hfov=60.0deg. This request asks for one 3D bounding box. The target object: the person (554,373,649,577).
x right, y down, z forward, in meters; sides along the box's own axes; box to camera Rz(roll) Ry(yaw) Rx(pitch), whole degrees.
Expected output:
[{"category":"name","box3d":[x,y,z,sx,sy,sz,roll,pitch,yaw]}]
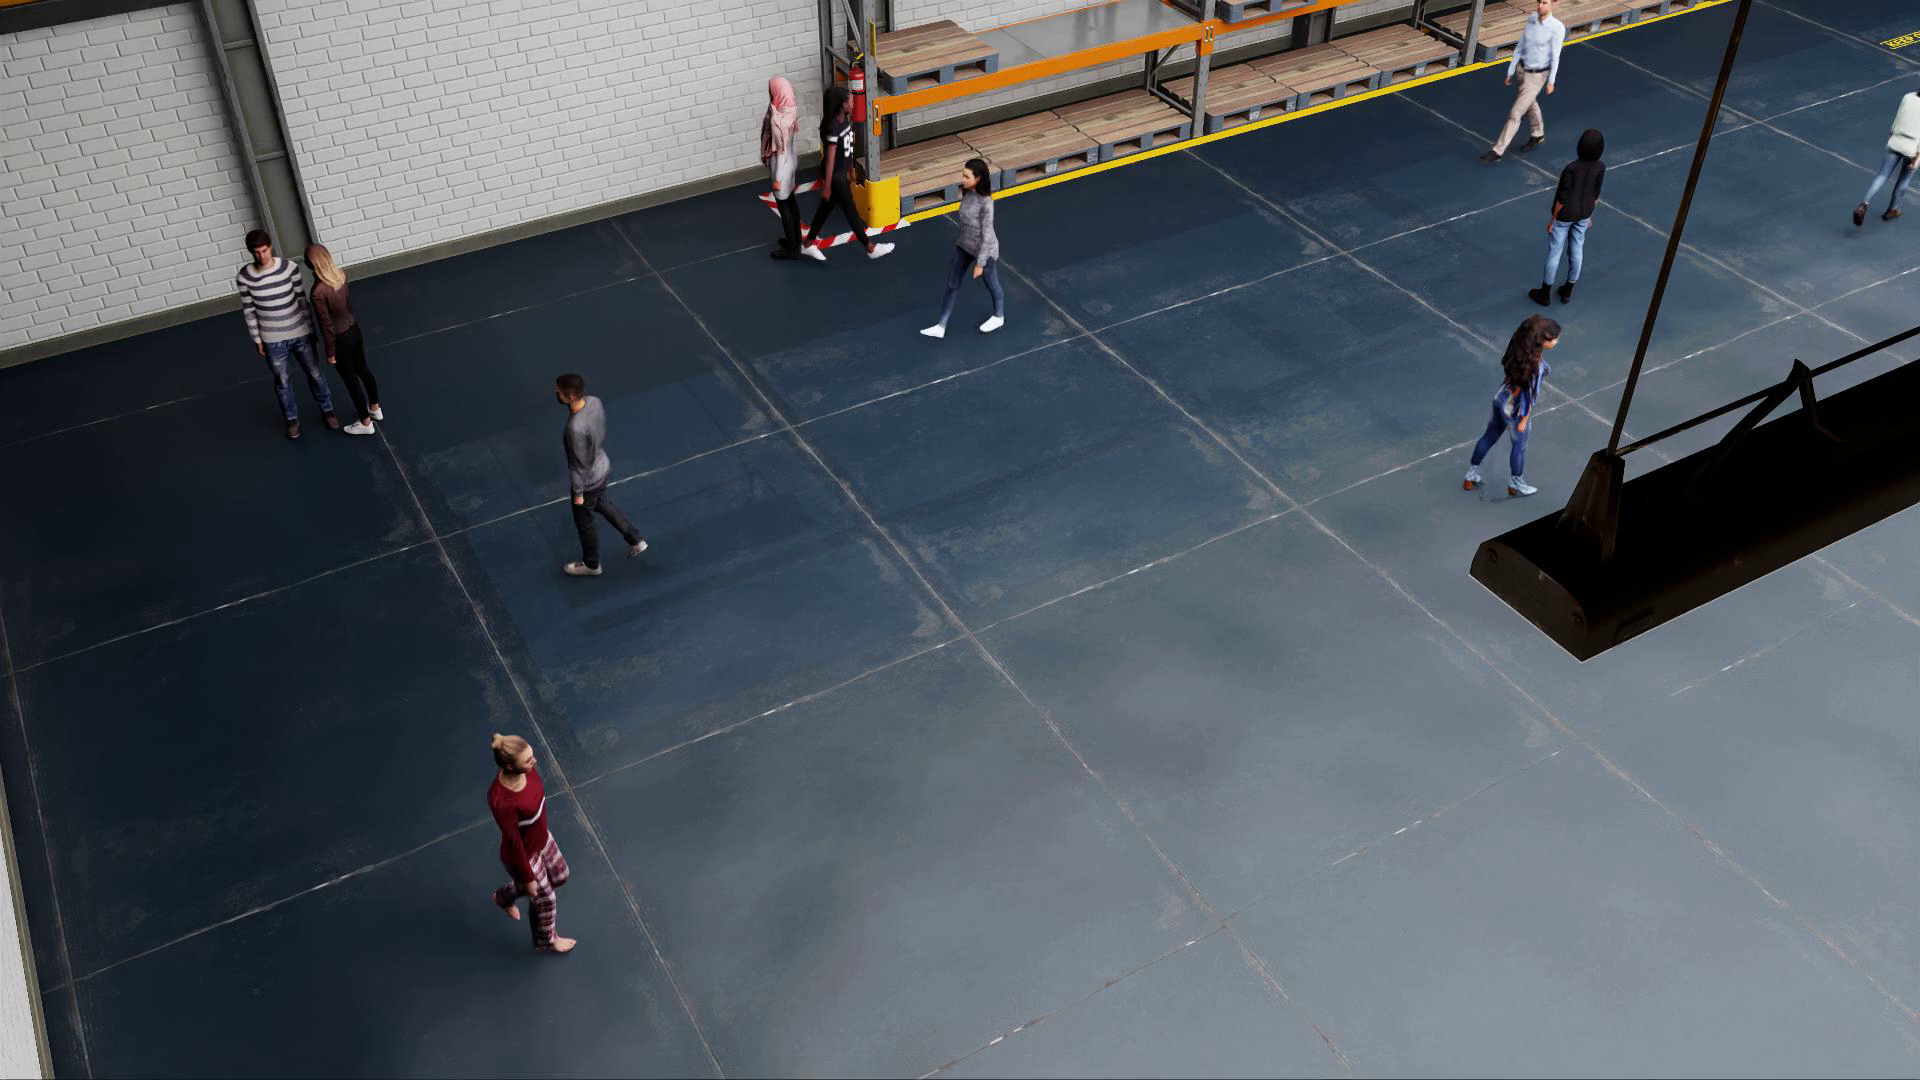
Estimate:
[{"category":"person","box3d":[-2.604,-0.465,11.945,1.001,1.753,0.930,7,39,9]}]

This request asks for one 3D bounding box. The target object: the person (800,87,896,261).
[{"category":"person","box3d":[-1.253,-3.416,15.685,1.254,1.697,1.115,7,39,9]}]

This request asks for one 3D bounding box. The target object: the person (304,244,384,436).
[{"category":"person","box3d":[-4.978,-1.626,13.438,0.716,1.703,0.672,7,39,8]}]

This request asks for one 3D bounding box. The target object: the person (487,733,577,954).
[{"category":"person","box3d":[-2.499,1.694,9.295,0.907,1.686,0.847,7,39,9]}]

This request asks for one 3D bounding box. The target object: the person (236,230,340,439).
[{"category":"person","box3d":[-5.439,-1.683,13.395,0.482,1.847,0.721,-16,41,-19]}]

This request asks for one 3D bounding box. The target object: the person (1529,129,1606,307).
[{"category":"person","box3d":[5.537,-2.920,15.060,0.575,1.701,0.698,-7,39,-8]}]

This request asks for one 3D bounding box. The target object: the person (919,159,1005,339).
[{"category":"person","box3d":[0.230,-2.560,14.613,1.099,1.696,0.723,-24,45,-27]}]

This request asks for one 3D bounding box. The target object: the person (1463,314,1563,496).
[{"category":"person","box3d":[4.196,-1.011,12.744,0.865,1.609,0.764,-9,39,-11]}]

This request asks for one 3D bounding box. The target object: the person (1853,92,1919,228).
[{"category":"person","box3d":[9.171,-3.802,16.228,1.043,1.622,0.645,-25,45,-27]}]

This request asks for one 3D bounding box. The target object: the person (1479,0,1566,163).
[{"category":"person","box3d":[6.040,-4.871,17.421,1.212,1.804,0.654,-21,43,-24]}]

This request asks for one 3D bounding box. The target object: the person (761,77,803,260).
[{"category":"person","box3d":[-1.667,-3.517,15.726,0.797,1.804,0.743,8,39,10]}]
